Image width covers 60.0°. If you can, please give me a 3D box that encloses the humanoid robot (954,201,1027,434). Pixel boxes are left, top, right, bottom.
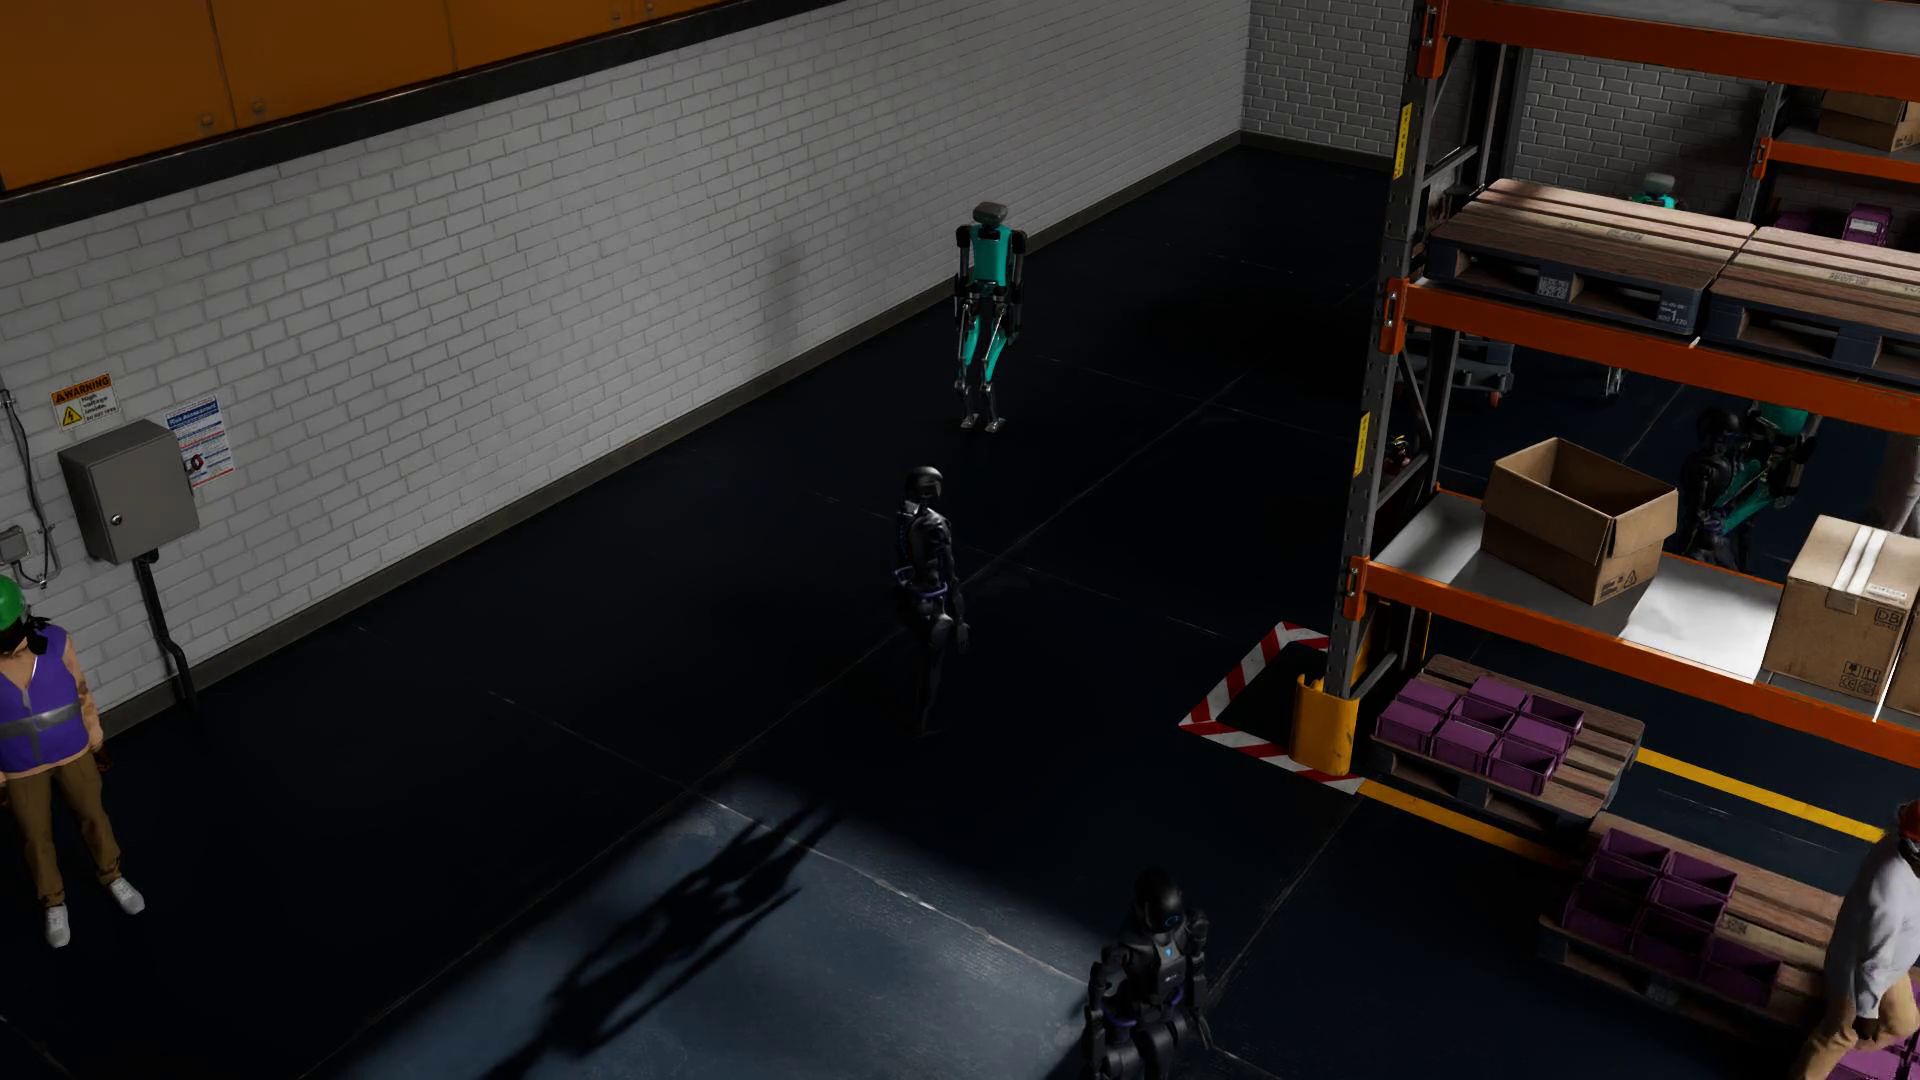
[{"bbox_3d":[0.158,-1.575,12.206,0.532,1.696,0.729,8,31,14],"label":"humanoid robot"}]

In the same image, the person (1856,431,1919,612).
[{"bbox_3d":[5.634,-0.207,9.814,1.030,1.847,0.643,9,31,15],"label":"person"}]

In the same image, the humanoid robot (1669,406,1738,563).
[{"bbox_3d":[4.219,0.005,9.624,0.361,1.651,0.608,16,34,25],"label":"humanoid robot"}]

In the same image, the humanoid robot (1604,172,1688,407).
[{"bbox_3d":[5.232,-1.873,12.837,0.530,1.768,0.965,8,31,13],"label":"humanoid robot"}]

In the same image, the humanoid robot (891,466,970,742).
[{"bbox_3d":[-0.175,0.342,9.030,0.347,1.648,0.601,-18,34,-28],"label":"humanoid robot"}]

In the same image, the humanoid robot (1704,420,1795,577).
[{"bbox_3d":[5.051,-0.492,10.480,0.353,1.658,0.598,5,30,8],"label":"humanoid robot"}]

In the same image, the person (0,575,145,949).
[{"bbox_3d":[-4.234,0.984,7.674,0.531,1.927,0.421,-22,37,-33],"label":"person"}]

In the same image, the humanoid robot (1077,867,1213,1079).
[{"bbox_3d":[0.698,1.877,6.373,0.611,1.650,0.330,-17,34,-27],"label":"humanoid robot"}]

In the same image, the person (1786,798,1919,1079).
[{"bbox_3d":[3.652,1.700,6.614,0.421,1.733,0.592,22,36,33],"label":"person"}]

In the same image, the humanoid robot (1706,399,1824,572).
[{"bbox_3d":[4.798,-0.437,10.194,0.735,1.677,0.533,-10,31,-17],"label":"humanoid robot"}]
